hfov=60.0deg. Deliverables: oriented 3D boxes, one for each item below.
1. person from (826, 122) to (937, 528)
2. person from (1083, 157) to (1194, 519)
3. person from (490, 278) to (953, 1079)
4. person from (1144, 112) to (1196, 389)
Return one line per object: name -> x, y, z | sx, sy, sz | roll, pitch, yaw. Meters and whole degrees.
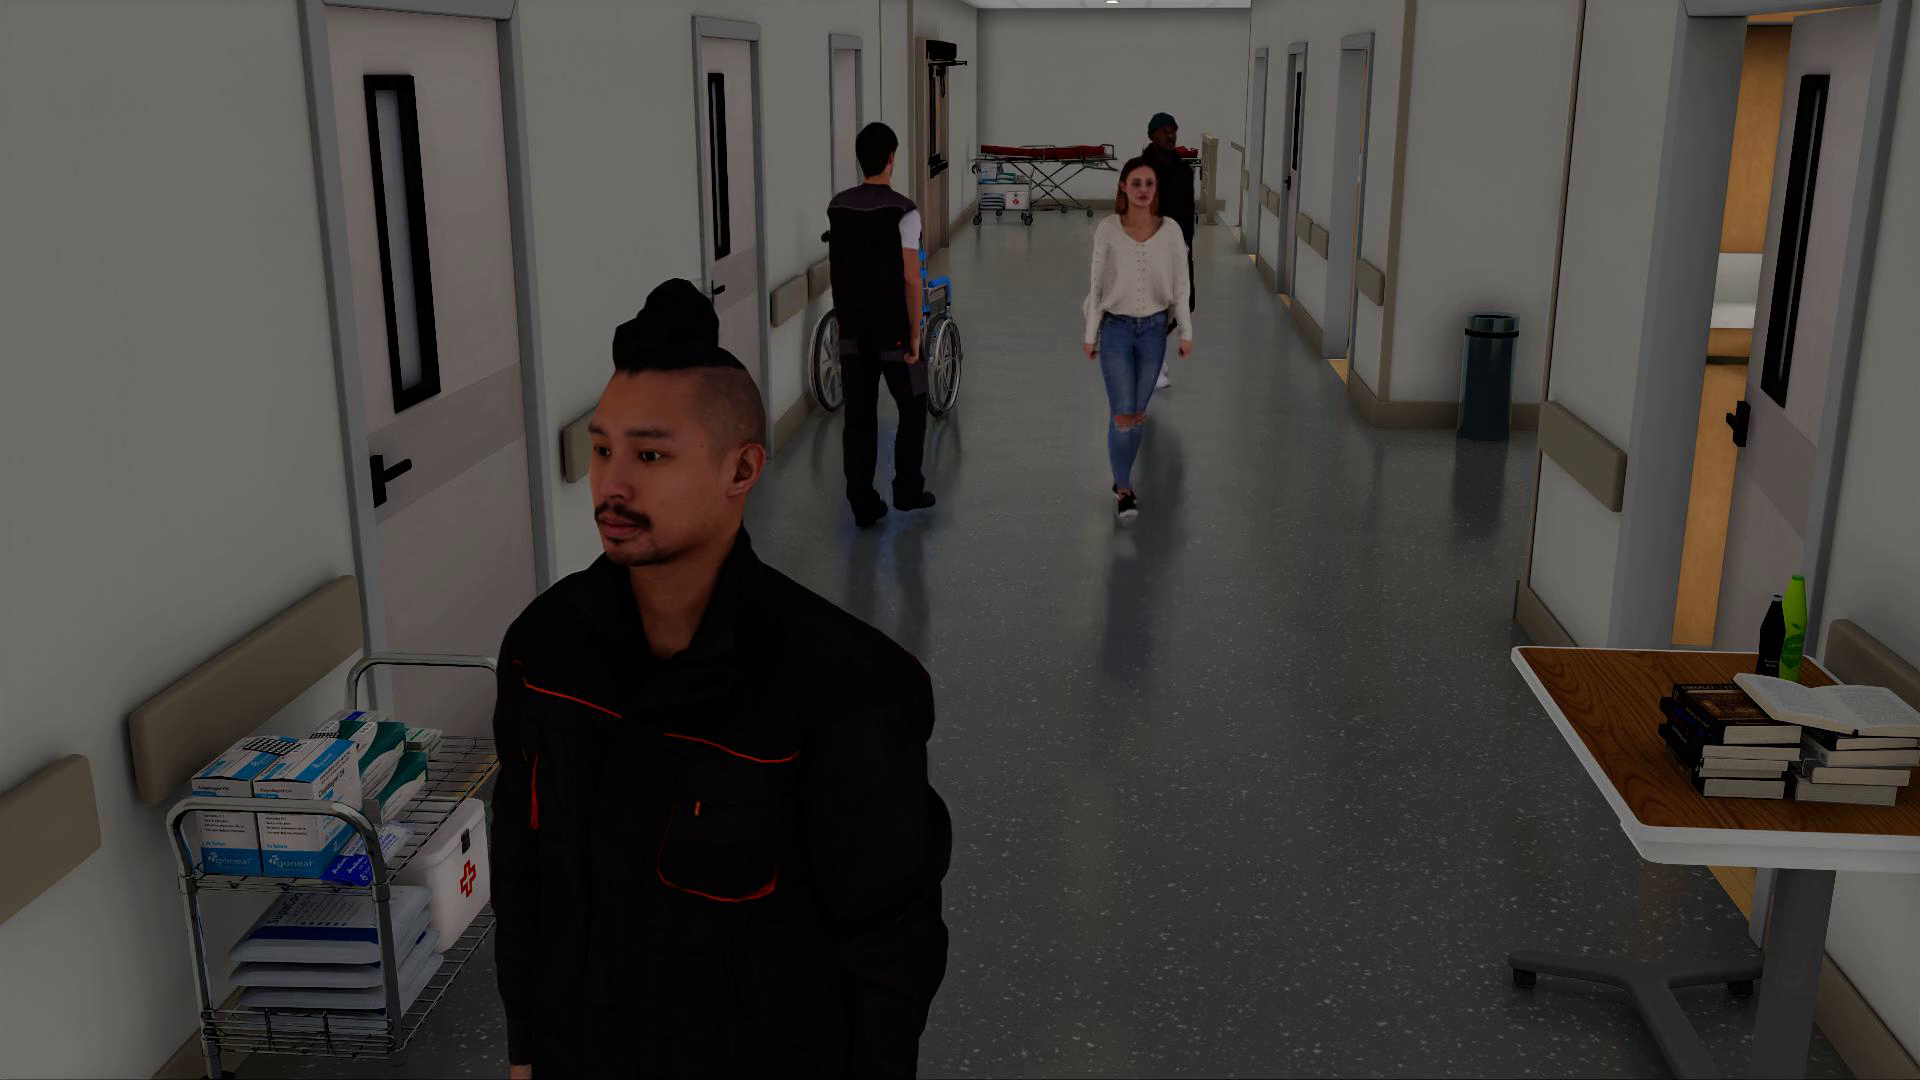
person -> -0.421, -0.952, 7.615 | 0.761, 1.837, 0.795 | 6, 17, 19
person -> 0.812, -0.969, 7.988 | 0.759, 1.668, 0.957 | -2, 16, -7
person -> -0.304, 0.624, 1.982 | 0.836, 1.861, 0.752 | 7, 17, 23
person -> 1.311, -1.937, 11.167 | 0.854, 1.805, 0.912 | -8, 18, -26
